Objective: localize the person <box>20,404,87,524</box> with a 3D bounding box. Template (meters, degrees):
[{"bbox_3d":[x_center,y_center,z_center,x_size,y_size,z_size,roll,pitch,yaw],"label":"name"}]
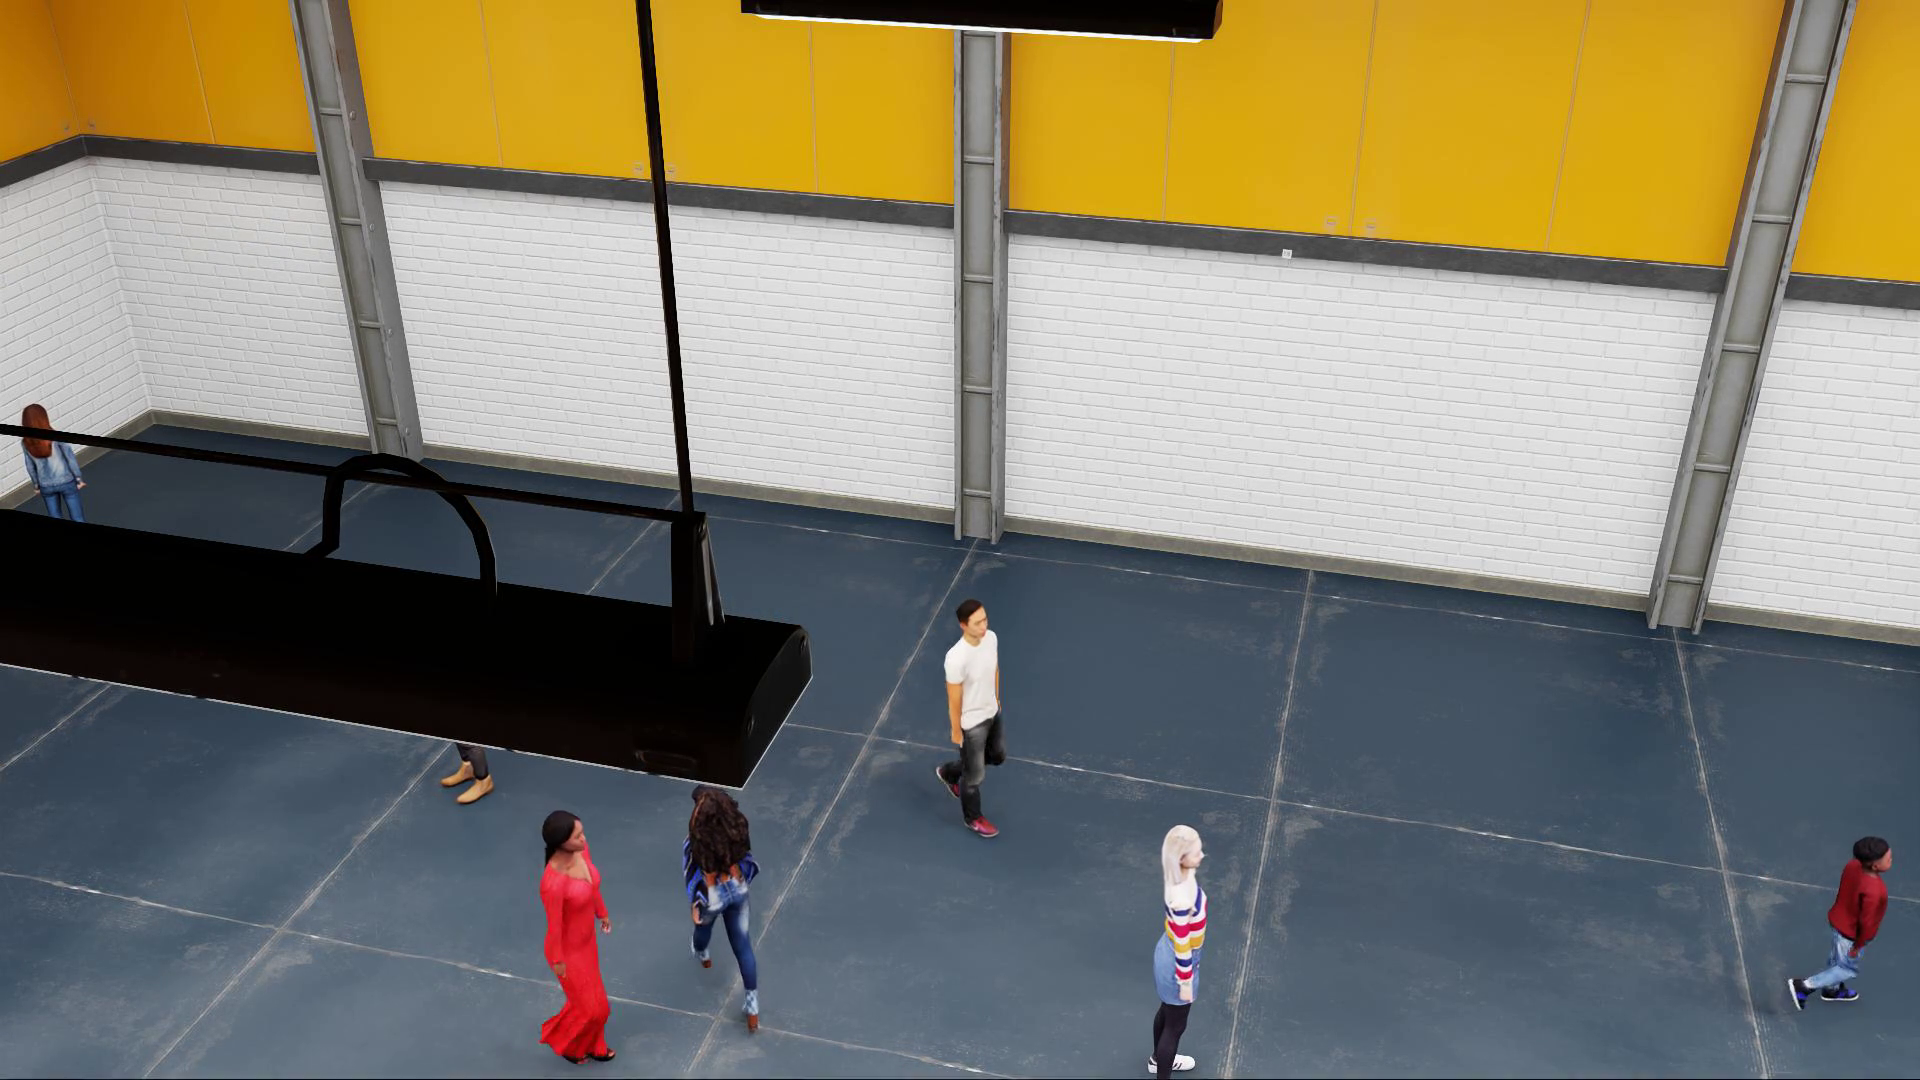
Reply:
[{"bbox_3d":[-7.925,-0.501,14.586,0.570,1.477,0.696,-4,29,-8],"label":"person"}]

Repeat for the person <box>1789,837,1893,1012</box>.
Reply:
[{"bbox_3d":[5.176,2.260,9.765,0.754,1.245,0.588,1,29,2],"label":"person"}]

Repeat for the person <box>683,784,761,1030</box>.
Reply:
[{"bbox_3d":[-1.353,2.130,9.666,1.070,1.569,1.126,-15,32,-25],"label":"person"}]

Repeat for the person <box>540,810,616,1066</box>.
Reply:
[{"bbox_3d":[-2.220,2.240,9.263,0.692,1.772,0.646,5,29,9],"label":"person"}]

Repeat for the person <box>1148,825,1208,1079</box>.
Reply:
[{"bbox_3d":[1.187,2.301,9.100,0.590,1.809,0.693,2,29,4],"label":"person"}]

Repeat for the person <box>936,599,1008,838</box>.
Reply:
[{"bbox_3d":[0.038,1.159,11.224,0.924,1.792,0.813,18,34,30],"label":"person"}]
